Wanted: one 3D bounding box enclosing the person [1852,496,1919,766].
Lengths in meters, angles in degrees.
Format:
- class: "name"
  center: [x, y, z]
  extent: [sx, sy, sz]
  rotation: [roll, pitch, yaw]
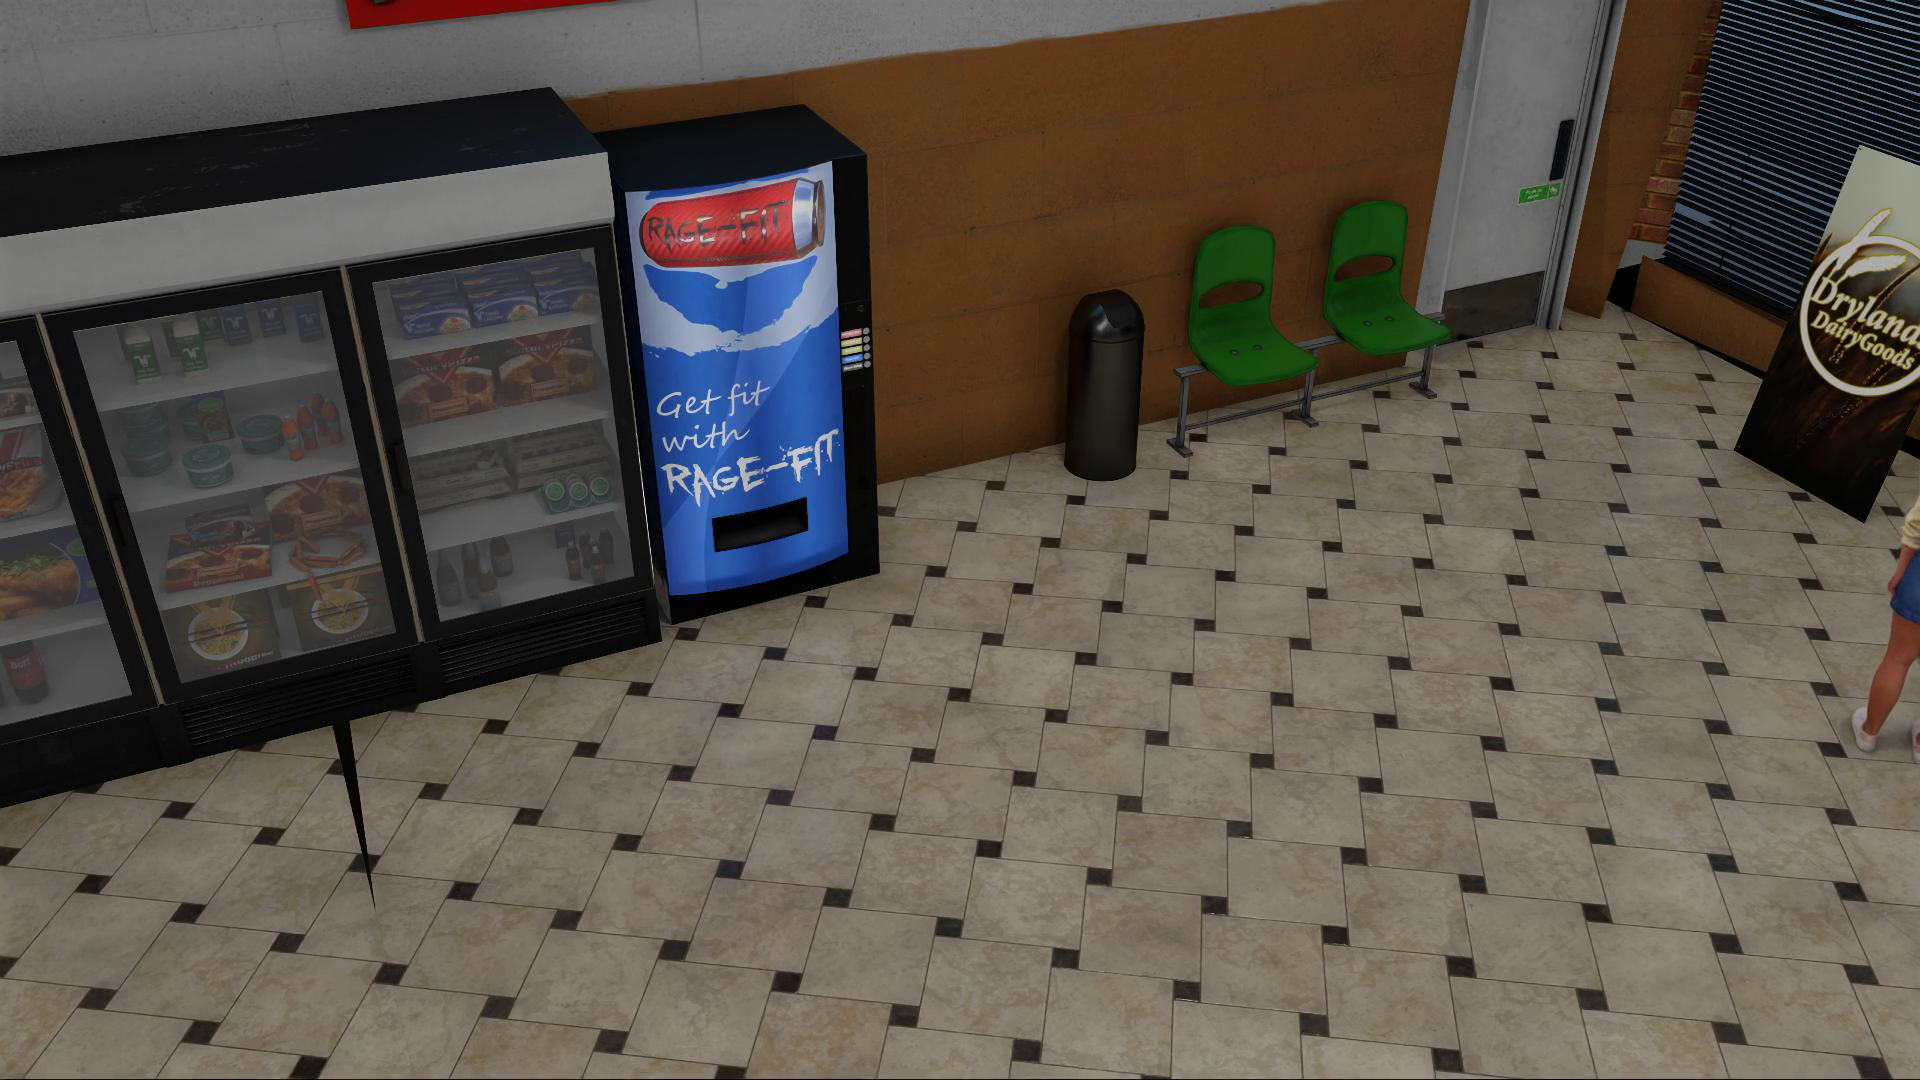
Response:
- class: "person"
  center: [3.881, 0.160, 6.507]
  extent: [0.703, 1.630, 0.754]
  rotation: [9, 33, 15]
